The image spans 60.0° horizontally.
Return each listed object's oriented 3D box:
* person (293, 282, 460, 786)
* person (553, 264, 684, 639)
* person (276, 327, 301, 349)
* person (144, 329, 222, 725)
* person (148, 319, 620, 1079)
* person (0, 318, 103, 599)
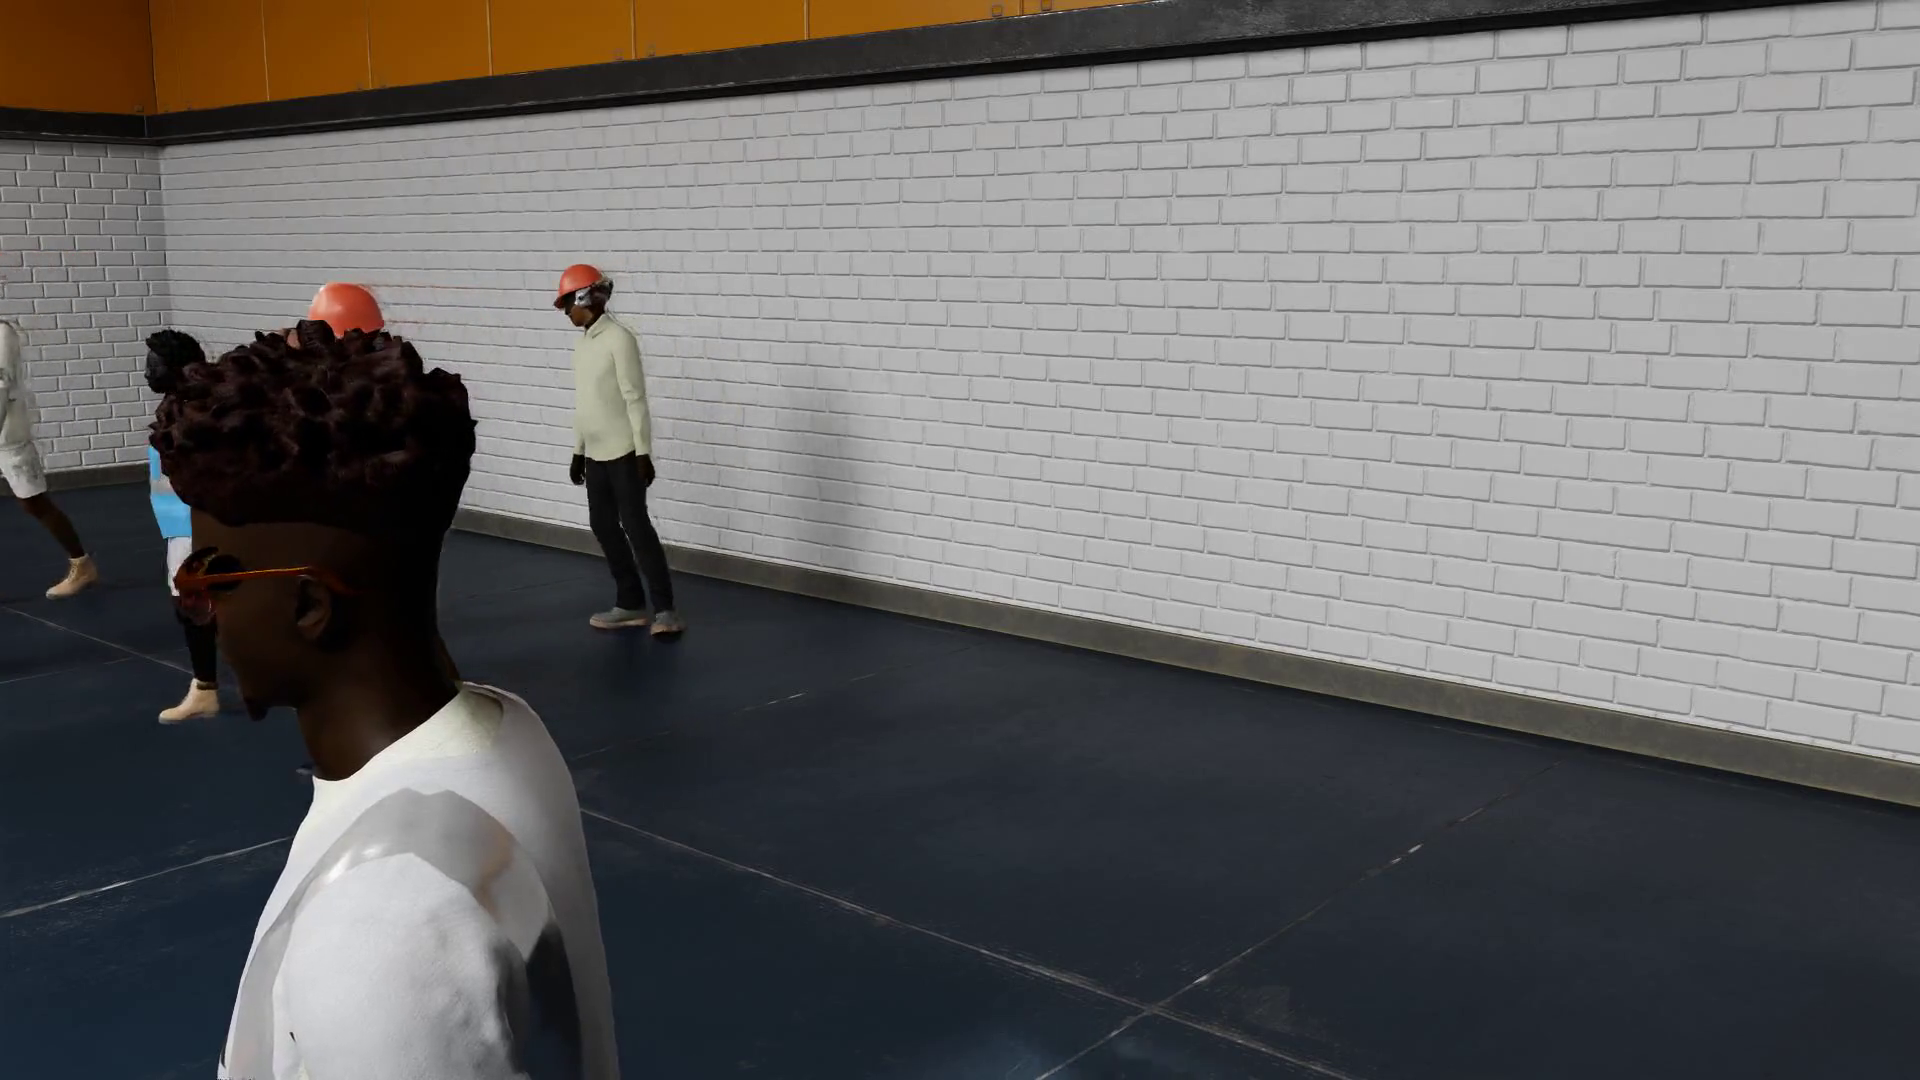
[{"bbox_3d":[-2.175,0.012,6.123,0.789,1.893,0.569,-6,12,-31],"label":"person"},{"bbox_3d":[-1.805,-0.467,8.731,0.431,1.940,0.787,-9,13,-41],"label":"person"},{"bbox_3d":[-3.262,-0.225,8.205,0.310,1.638,0.522,0,10,-1],"label":"person"},{"bbox_3d":[-3.170,-0.051,7.064,0.478,1.685,0.537,-7,12,-34],"label":"person"},{"bbox_3d":[-0.479,0.787,1.515,0.363,1.962,0.612,-2,10,-11],"label":"person"},{"bbox_3d":[-5.401,-0.590,9.329,0.611,1.994,1.057,7,12,34],"label":"person"}]
